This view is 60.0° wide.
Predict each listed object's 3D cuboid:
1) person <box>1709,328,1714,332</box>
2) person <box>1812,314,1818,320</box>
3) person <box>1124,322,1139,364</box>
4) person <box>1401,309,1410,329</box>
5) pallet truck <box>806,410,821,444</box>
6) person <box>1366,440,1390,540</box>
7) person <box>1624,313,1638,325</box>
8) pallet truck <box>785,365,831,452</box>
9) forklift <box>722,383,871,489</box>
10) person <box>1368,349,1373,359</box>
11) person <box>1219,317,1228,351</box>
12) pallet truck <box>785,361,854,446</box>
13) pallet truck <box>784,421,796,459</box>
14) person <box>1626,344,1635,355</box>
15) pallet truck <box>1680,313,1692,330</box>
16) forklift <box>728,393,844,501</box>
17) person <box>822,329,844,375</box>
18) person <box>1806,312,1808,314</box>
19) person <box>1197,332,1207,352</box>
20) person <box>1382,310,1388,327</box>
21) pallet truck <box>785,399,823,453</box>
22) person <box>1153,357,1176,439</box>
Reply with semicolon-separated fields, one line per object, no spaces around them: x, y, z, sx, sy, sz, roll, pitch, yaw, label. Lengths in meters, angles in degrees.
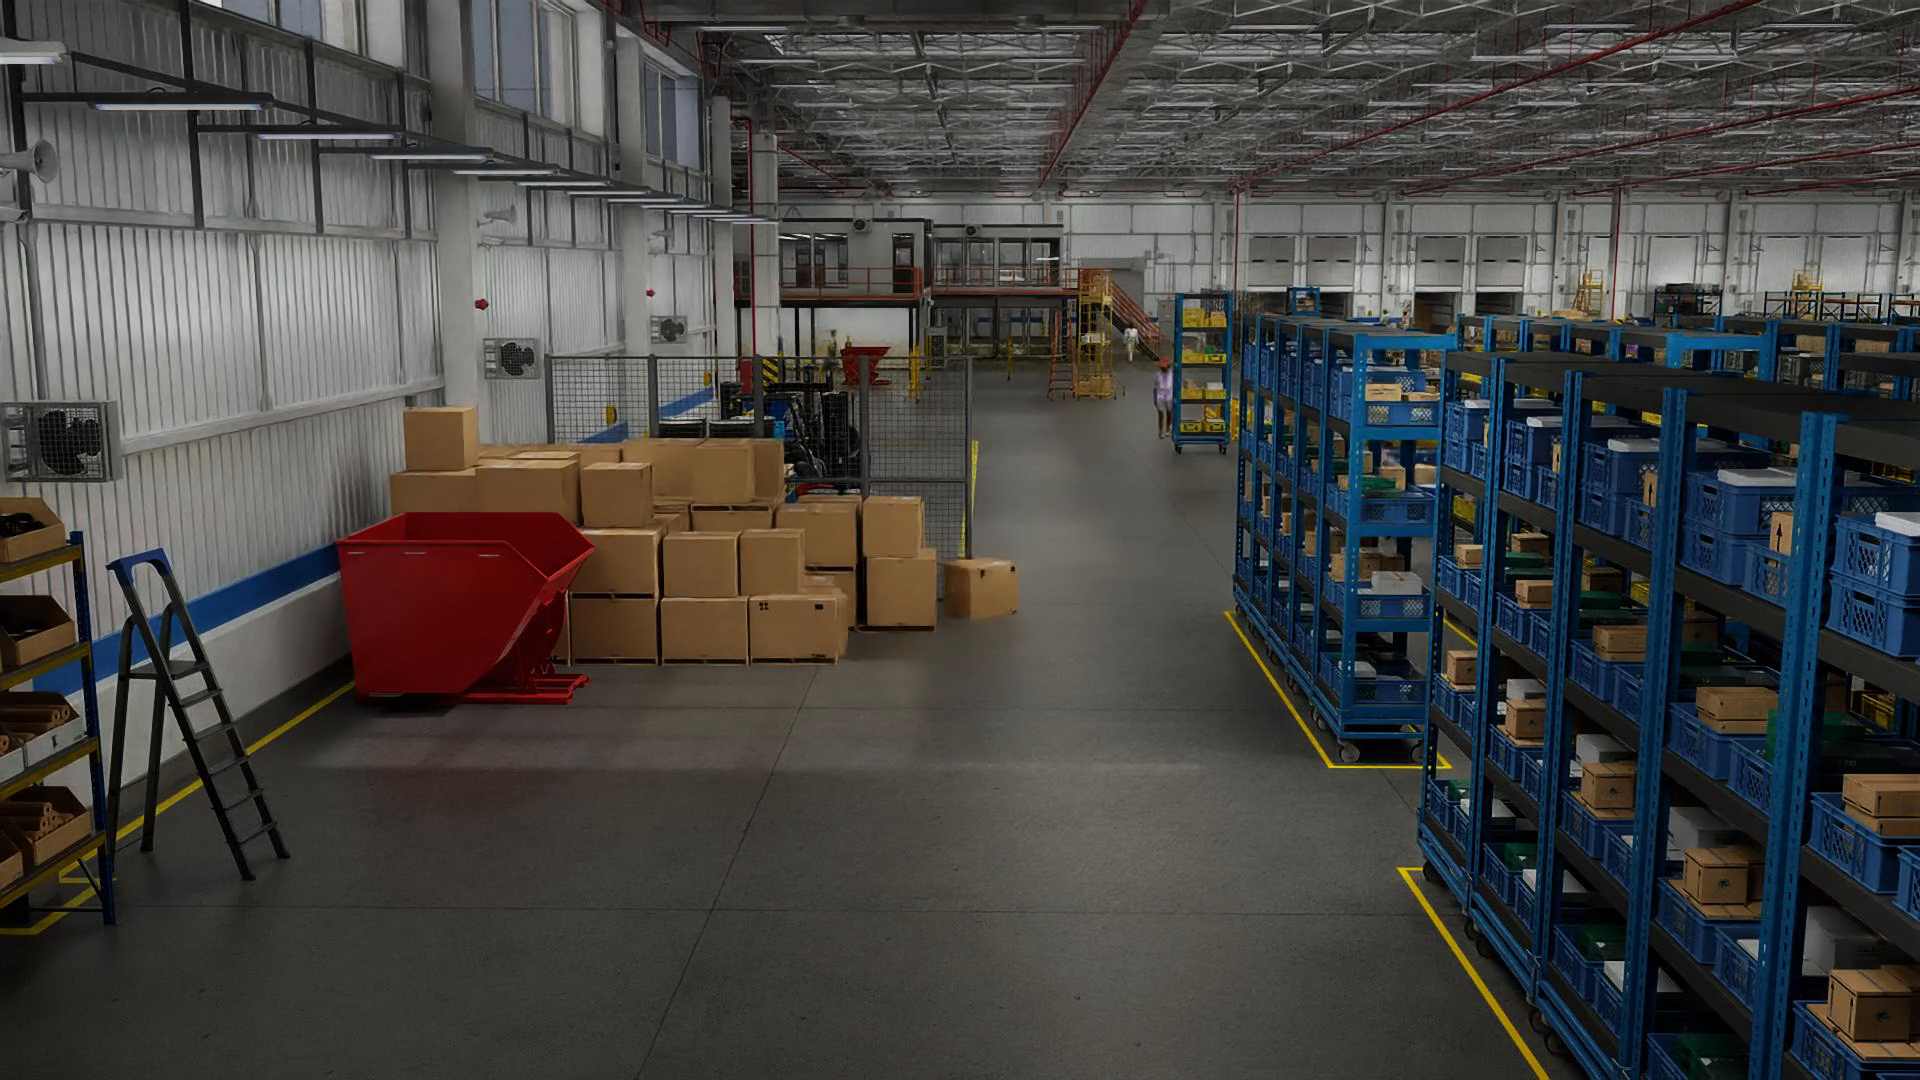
33.378;-8.840;73.984;0.350;1.942;0.545;1;9;5;person
44.926;-10.976;87.502;0.472;1.826;0.640;4;10;24;person
7.572;-8.669;73.217;0.600;1.833;0.965;-2;10;-15;person
25.236;-12.121;94.302;0.586;1.918;0.395;-6;11;-31;person
-3.559;-2.018;33.905;1.522;1.261;0.704;0;9;-1;pallet truck
6.269;-0.811;25.083;0.539;1.748;0.532;-7;11;-36;person
33.698;-10.450;83.605;0.694;2.000;0.788;8;12;41;person
-3.774;-2.976;37.635;1.885;1.965;0.823;1;9;5;pallet truck
-2.893;-1.687;28.729;2.680;1.987;1.157;0;9;-1;forklift
12.993;-5.239;52.154;0.403;1.825;0.595;-2;9;-10;person
12.350;-9.468;77.929;0.389;1.918;0.590;8;12;39;person
-3.410;-3.193;38.978;1.885;1.965;0.823;0;9;-1;pallet truck
-4.013;-1.793;32.705;1.601;1.201;0.680;0;9;1;pallet truck
23.548;-6.350;58.762;0.531;1.898;0.559;-2;9;-11;person
36.315;-10.531;84.244;0.823;1.965;1.885;-6;11;-33;pallet truck
-2.979;-1.316;26.476;2.680;1.987;1.157;0;9;1;forklift
-5.026;-7.414;65.645;0.958;1.805;0.535;0;9;1;person
44.777;-11.119;88.079;0.366;1.932;0.629;7;12;38;person
11.577;-9.661;79.347;0.578;1.837;0.949;-2;9;-13;person
24.770;-12.468;96.694;0.880;1.842;0.507;5;11;29;person
-3.814;-2.432;36.419;1.630;1.274;0.653;0;9;1;pallet truck
5.042;-3.502;40.875;0.607;2.007;1.018;1;9;8;person
